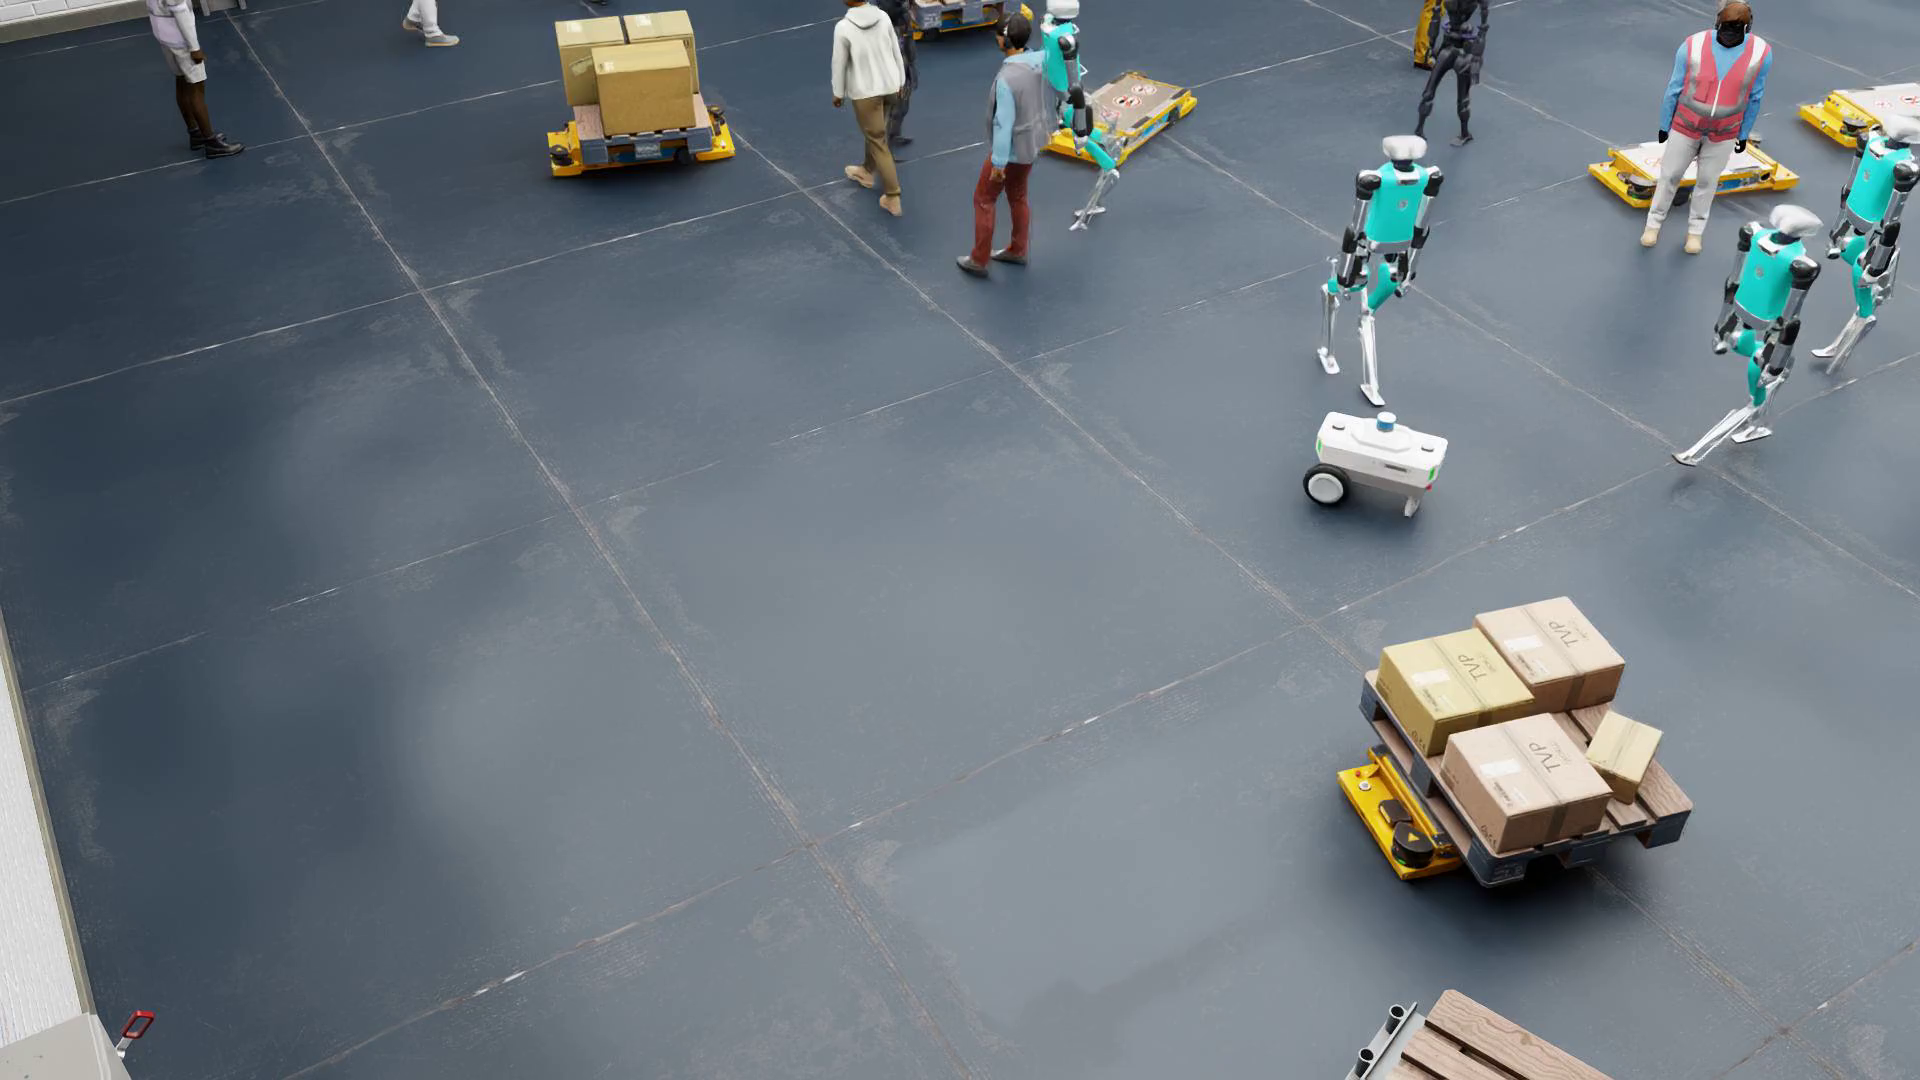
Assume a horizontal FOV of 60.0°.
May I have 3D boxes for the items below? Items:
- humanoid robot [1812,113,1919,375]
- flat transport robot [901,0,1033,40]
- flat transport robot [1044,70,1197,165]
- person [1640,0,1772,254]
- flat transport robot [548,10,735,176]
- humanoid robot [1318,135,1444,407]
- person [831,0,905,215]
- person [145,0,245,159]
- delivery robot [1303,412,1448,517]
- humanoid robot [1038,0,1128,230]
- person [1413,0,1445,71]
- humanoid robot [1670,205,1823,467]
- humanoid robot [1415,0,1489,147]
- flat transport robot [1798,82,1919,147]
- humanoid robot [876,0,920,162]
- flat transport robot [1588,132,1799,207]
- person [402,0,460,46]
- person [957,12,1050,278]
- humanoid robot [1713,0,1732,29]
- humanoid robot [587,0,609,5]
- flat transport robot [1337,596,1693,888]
[{"bbox_3d":[5.775,-1.779,10.425,0.728,1.882,0.548,-5,39,-7],"label":"humanoid robot"},{"bbox_3d":[-0.101,-4.934,15.518,1.431,0.231,0.659,-15,41,-18],"label":"flat transport robot"},{"bbox_3d":[1.335,-3.475,13.677,0.659,0.231,1.431,22,44,26],"label":"flat transport robot"},{"bbox_3d":[5.234,-2.893,11.689,0.629,1.836,0.431,13,40,15],"label":"person"},{"bbox_3d":[-2.565,-3.211,13.343,1.431,0.231,0.659,-9,39,-11],"label":"flat transport robot"},{"bbox_3d":[2.519,-1.761,10.348,0.553,1.782,0.879,-8,39,-10],"label":"humanoid robot"},{"bbox_3d":[-0.692,-3.314,12.295,0.538,1.721,0.823,-27,46,-30],"label":"person"},{"bbox_3d":[-6.044,-3.928,12.906,0.373,1.938,0.545,-31,48,-33],"label":"person"},{"bbox_3d":[2.422,-0.481,9.662,0.742,0.587,0.525,16,41,19],"label":"delivery robot"},{"bbox_3d":[0.956,-3.063,11.983,0.812,1.776,0.535,-11,40,-13],"label":"humanoid robot"},{"bbox_3d":[4.190,-4.962,14.369,0.343,1.749,0.534,6,39,7],"label":"person"},{"bbox_3d":[4.681,-1.156,9.573,1.036,1.728,0.551,-14,40,-17],"label":"humanoid robot"},{"bbox_3d":[3.917,-3.866,13.065,0.595,1.619,0.591,-22,44,-26],"label":"humanoid robot"},{"bbox_3d":[7.772,-3.517,13.730,1.431,0.231,0.659,-8,39,-10],"label":"flat transport robot"},{"bbox_3d":[-0.516,-3.788,12.942,0.504,1.637,0.585,-19,42,-22],"label":"humanoid robot"},{"bbox_3d":[5.703,-2.876,12.921,1.431,0.231,0.659,-9,39,-12],"label":"flat transport robot"},{"bbox_3d":[-4.805,-5.213,14.595,0.438,1.860,0.619,-4,39,-5],"label":"person"},{"bbox_3d":[0.296,-2.708,11.426,0.625,1.864,0.566,19,42,23],"label":"person"},{"bbox_3d":[7.040,-5.169,14.633,0.839,1.770,0.624,28,46,30],"label":"humanoid robot"},{"bbox_3d":[-3.484,-5.875,15.576,0.588,1.649,0.391,-32,48,-33],"label":"humanoid robot"},{"bbox_3d":[2.577,1.160,7.828,1.431,0.231,0.659,-10,40,-13],"label":"flat transport robot"}]
